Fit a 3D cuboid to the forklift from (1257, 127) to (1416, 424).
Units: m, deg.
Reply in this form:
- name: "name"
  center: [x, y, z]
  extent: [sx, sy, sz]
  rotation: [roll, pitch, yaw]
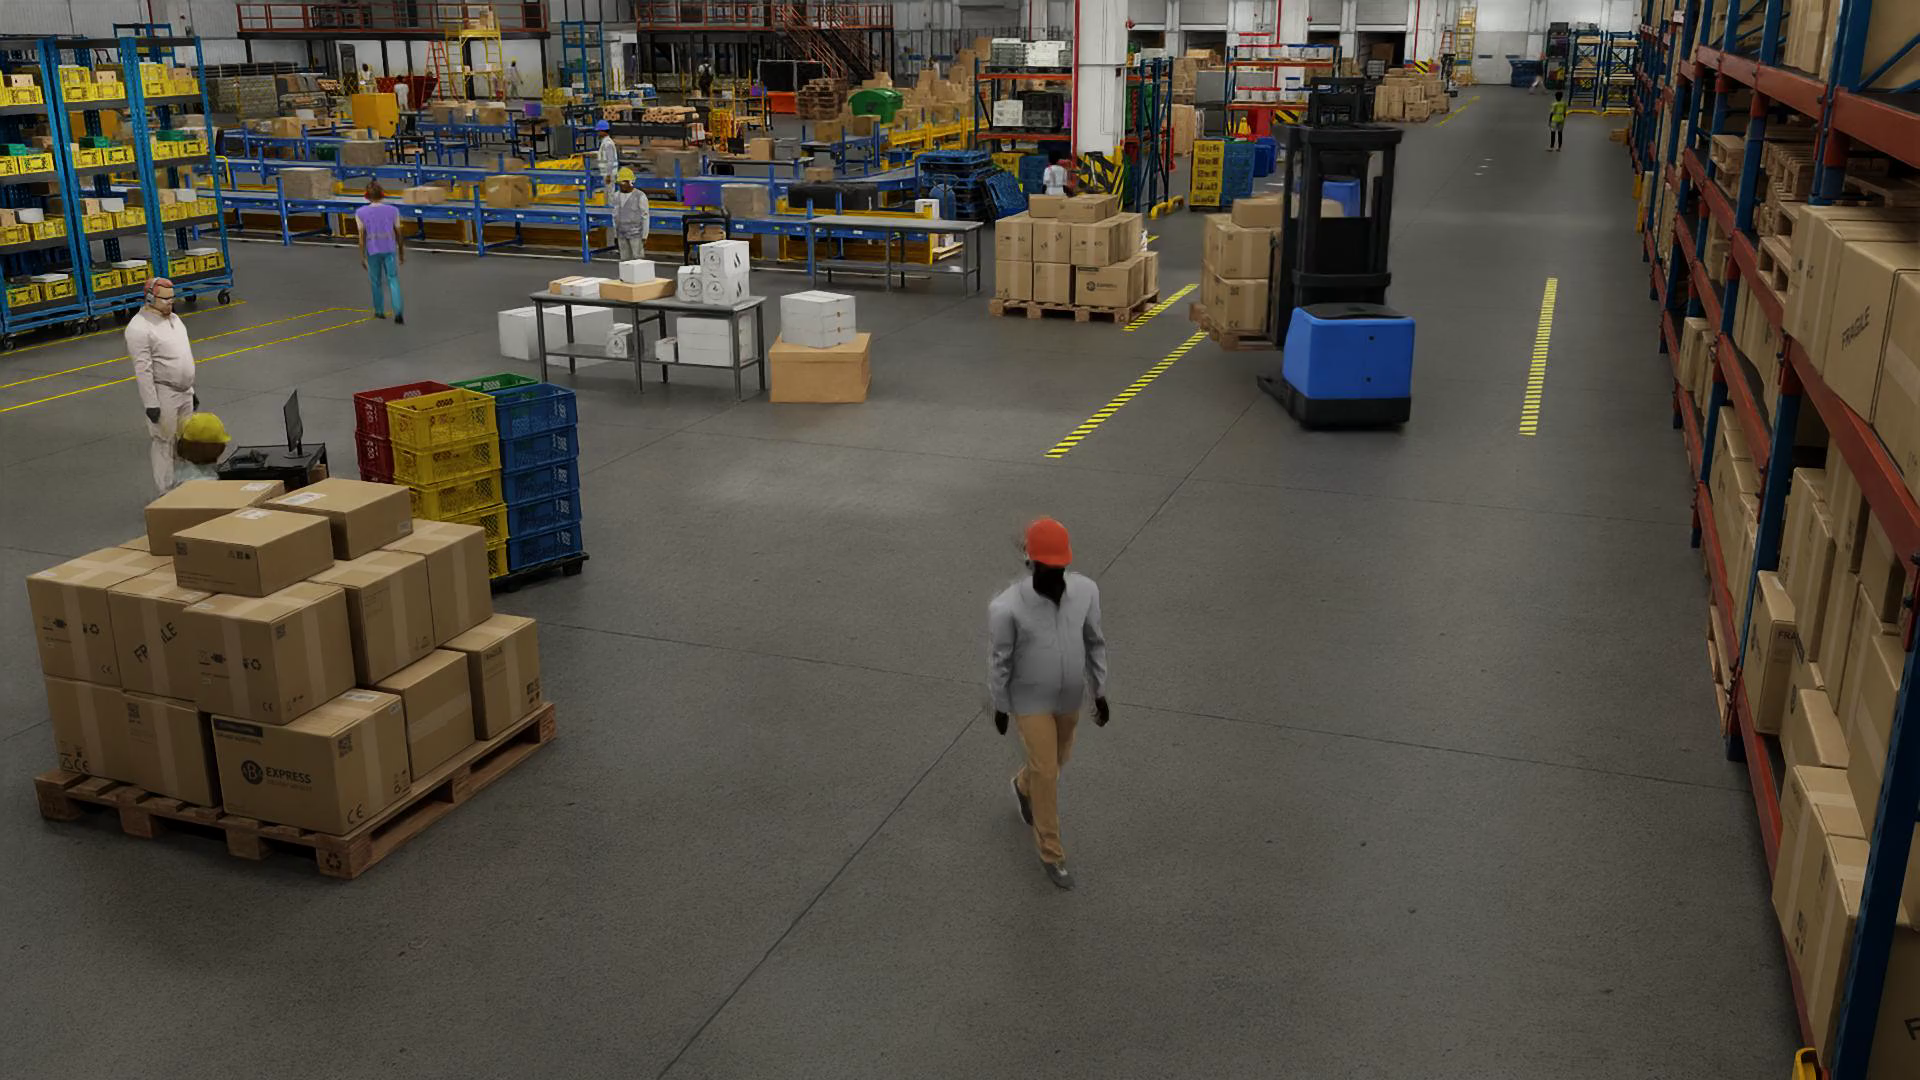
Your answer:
- name: "forklift"
  center: [3.816, -2.699, 16.635]
  extent: [1.129, 2.768, 1.873]
  rotation: [-1, 18, -4]

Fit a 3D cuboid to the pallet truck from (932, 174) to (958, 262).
- name: "pallet truck"
  center: [-0.507, -5.292, 27.348]
  extent: [0.653, 1.274, 1.630]
  rotation: [6, 19, 19]

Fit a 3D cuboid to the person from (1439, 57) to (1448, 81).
- name: "person"
  center: [23.197, -22.254, 79.866]
  extent: [0.982, 1.792, 0.637]
  rotation: [15, 23, 40]

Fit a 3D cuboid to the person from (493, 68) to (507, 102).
- name: "person"
  center: [-18.122, -17.713, 65.635]
  extent: [0.519, 1.761, 0.335]
  rotation: [-4, 18, -11]

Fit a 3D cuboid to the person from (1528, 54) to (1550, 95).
- name: "person"
  center: [27.939, -22.381, 80.010]
  extent: [1.036, 1.937, 0.647]
  rotation: [5, 18, 14]

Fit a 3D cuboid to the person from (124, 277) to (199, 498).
- name: "person"
  center: [-6.355, -1.163, 13.403]
  extent: [0.409, 1.903, 0.638]
  rotation: [1, 18, 4]

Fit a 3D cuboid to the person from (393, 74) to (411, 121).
- name: "person"
  center: [-18.931, -14.840, 56.439]
  extent: [0.552, 1.857, 0.493]
  rotation: [-8, 19, -25]

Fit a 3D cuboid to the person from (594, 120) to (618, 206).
- name: "person"
  center: [-6.683, -6.962, 31.545]
  extent: [0.405, 1.947, 0.607]
  rotation: [-5, 18, -14]

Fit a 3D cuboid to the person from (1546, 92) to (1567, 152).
- name: "person"
  center: [17.253, -12.088, 48.061]
  extent: [0.532, 1.695, 0.319]
  rotation: [-4, 18, -13]

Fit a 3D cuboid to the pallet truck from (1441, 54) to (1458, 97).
- name: "pallet truck"
  center: [22.765, -21.886, 78.355]
  extent: [0.823, 1.965, 1.885]
  rotation: [-4, 18, -14]

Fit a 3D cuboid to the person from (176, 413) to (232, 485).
- name: "person"
  center: [-4.509, 0.061, 9.892]
  extent: [0.908, 1.686, 0.508]
  rotation: [-9, 20, -26]

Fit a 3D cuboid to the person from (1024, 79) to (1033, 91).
- name: "person"
  center: [3.008, -19.920, 72.185]
  extent: [0.501, 1.991, 0.735]
  rotation: [0, 18, 0]

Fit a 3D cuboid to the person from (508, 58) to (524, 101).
- name: "person"
  center: [-19.887, -20.608, 74.514]
  extent: [0.947, 1.880, 0.605]
  rotation: [7, 19, 20]

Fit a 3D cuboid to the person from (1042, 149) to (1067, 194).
- name: "person"
  center: [1.687, -5.882, 28.612]
  extent: [0.810, 1.660, 0.550]
  rotation: [14, 22, 37]

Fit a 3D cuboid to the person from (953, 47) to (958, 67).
- name: "person"
  center: [-0.159, -26.362, 92.421]
  extent: [0.611, 1.997, 0.375]
  rotation: [9, 20, 27]

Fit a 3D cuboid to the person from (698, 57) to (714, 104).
- name: "person"
  center: [-11.153, -20.162, 72.868]
  extent: [0.746, 2.000, 0.879]
  rotation: [-5, 18, -15]

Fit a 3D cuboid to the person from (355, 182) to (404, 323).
- name: "person"
  center: [-7.516, -3.739, 21.655]
  extent: [0.578, 1.810, 0.916]
  rotation: [-11, 21, -30]

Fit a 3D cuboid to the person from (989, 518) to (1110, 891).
- name: "person"
  center: [0.389, 0.691, 7.864]
  extent: [0.555, 1.725, 0.820]
  rotation: [-9, 20, -26]

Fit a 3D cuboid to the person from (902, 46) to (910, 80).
- name: "person"
  center: [-3.249, -28.196, 98.288]
  extent: [0.519, 1.932, 0.613]
  rotation: [11, 21, 32]

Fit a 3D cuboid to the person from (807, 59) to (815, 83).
- name: "person"
  center: [-6.376, -19.721, 71.666]
  extent: [0.374, 1.928, 0.543]
  rotation: [4, 18, 13]

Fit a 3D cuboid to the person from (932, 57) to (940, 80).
- name: "person"
  center: [-1.106, -20.830, 75.172]
  extent: [0.468, 1.919, 0.634]
  rotation: [2, 18, 6]

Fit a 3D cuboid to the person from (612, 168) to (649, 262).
- name: "person"
  center: [-4.642, -4.302, 23.373]
  extent: [0.599, 1.830, 0.404]
  rotation: [9, 20, 27]

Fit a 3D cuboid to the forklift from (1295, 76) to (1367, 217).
- name: "forklift"
  center: [6.598, -6.755, 29.381]
  extent: [1.129, 2.768, 1.873]
  rotation: [6, 19, 19]

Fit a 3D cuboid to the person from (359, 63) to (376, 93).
- name: "person"
  center: [-24.355, -18.647, 68.402]
  extent: [0.598, 1.866, 0.619]
  rotation: [-8, 19, -24]
